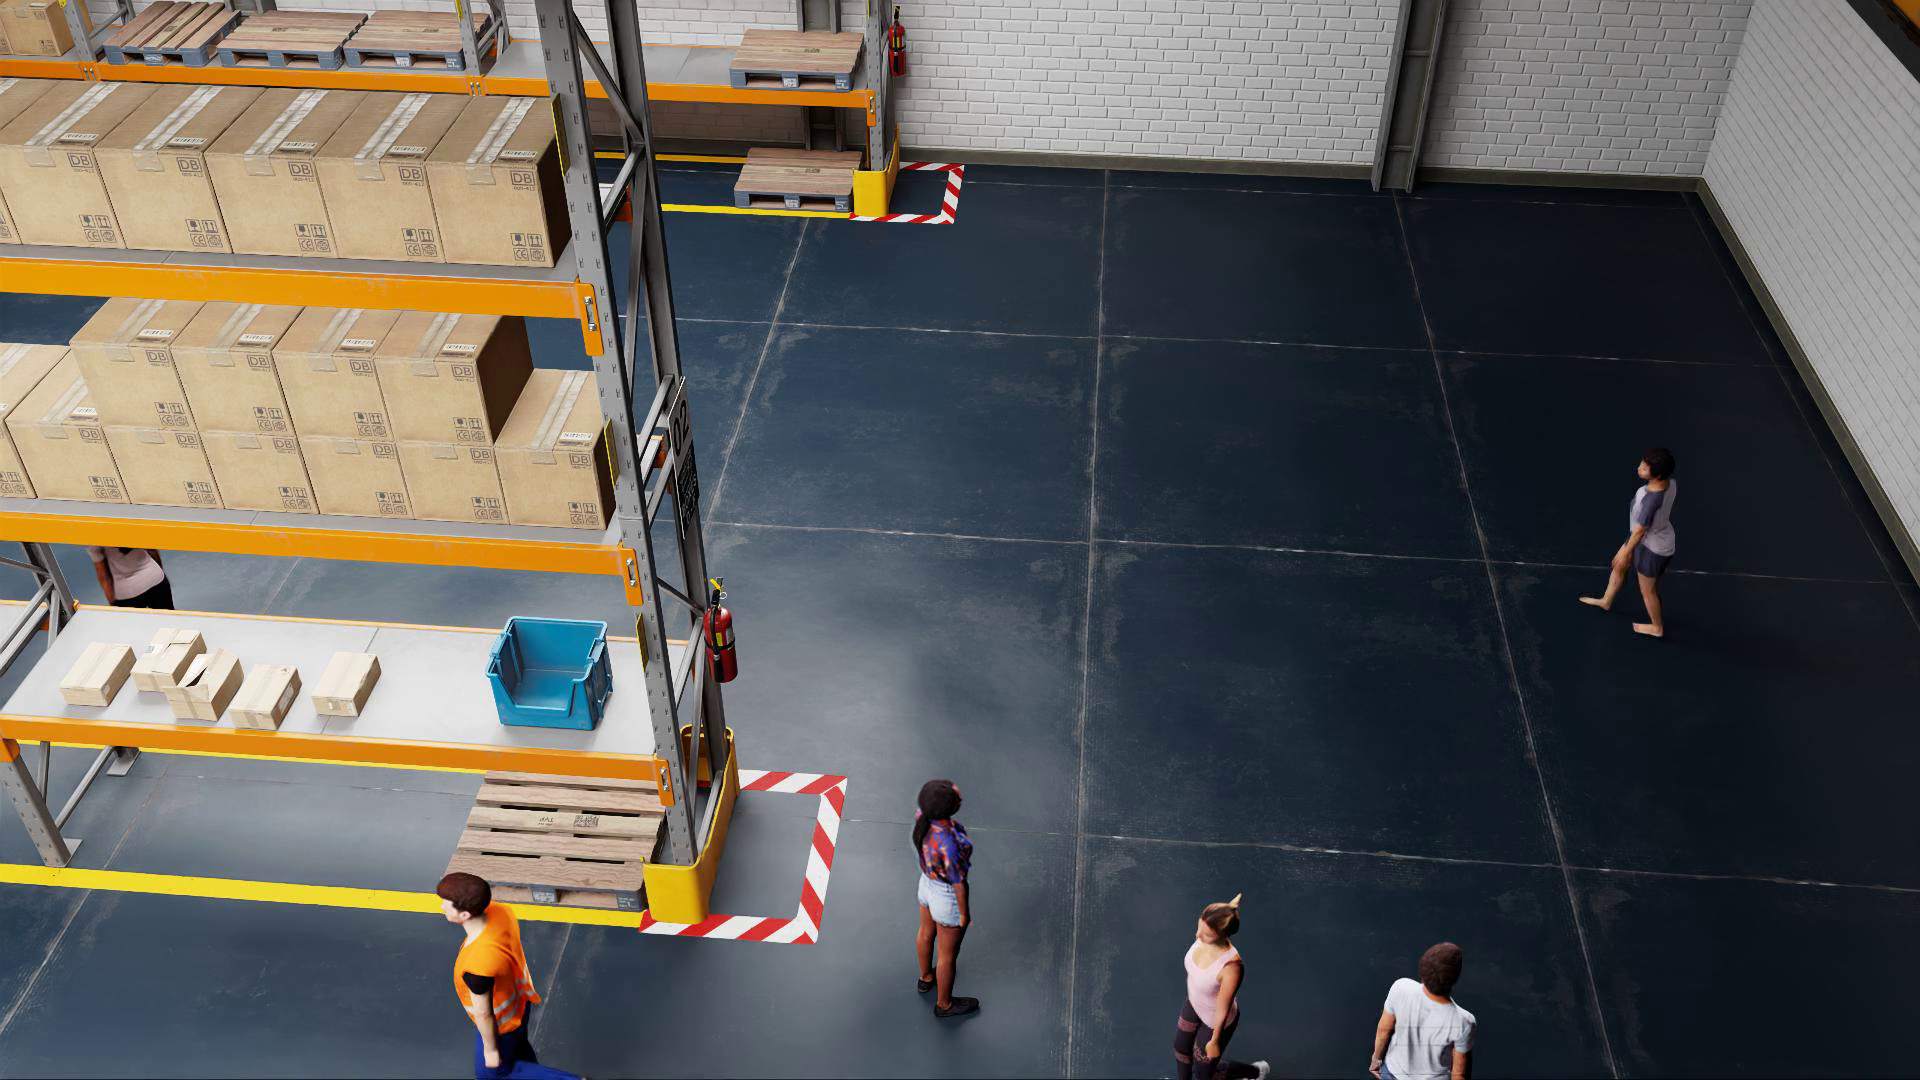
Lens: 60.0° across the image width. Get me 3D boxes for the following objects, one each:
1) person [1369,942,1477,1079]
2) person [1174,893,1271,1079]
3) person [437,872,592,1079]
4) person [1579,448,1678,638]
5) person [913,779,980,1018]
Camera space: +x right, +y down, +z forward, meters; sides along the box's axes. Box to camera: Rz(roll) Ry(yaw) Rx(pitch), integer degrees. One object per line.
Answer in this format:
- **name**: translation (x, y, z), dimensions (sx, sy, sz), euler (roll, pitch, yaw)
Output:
- **person**: translation (2.162, 2.654, 8.023), dimensions (0.986, 1.850, 1.012), euler (31, 48, 33)
- **person**: translation (1.355, 2.396, 8.515), dimensions (0.938, 1.640, 0.760), euler (-11, 40, -13)
- **person**: translation (-2.223, 2.355, 8.379), dimensions (0.856, 1.873, 0.742), euler (-2, 39, -2)
- **person**: translation (4.867, 0.032, 11.566), dimensions (0.933, 1.526, 0.771), euler (24, 44, 27)
- **person**: translation (-0.098, 1.922, 9.026), dimensions (0.694, 1.743, 0.671), euler (-20, 43, -23)
